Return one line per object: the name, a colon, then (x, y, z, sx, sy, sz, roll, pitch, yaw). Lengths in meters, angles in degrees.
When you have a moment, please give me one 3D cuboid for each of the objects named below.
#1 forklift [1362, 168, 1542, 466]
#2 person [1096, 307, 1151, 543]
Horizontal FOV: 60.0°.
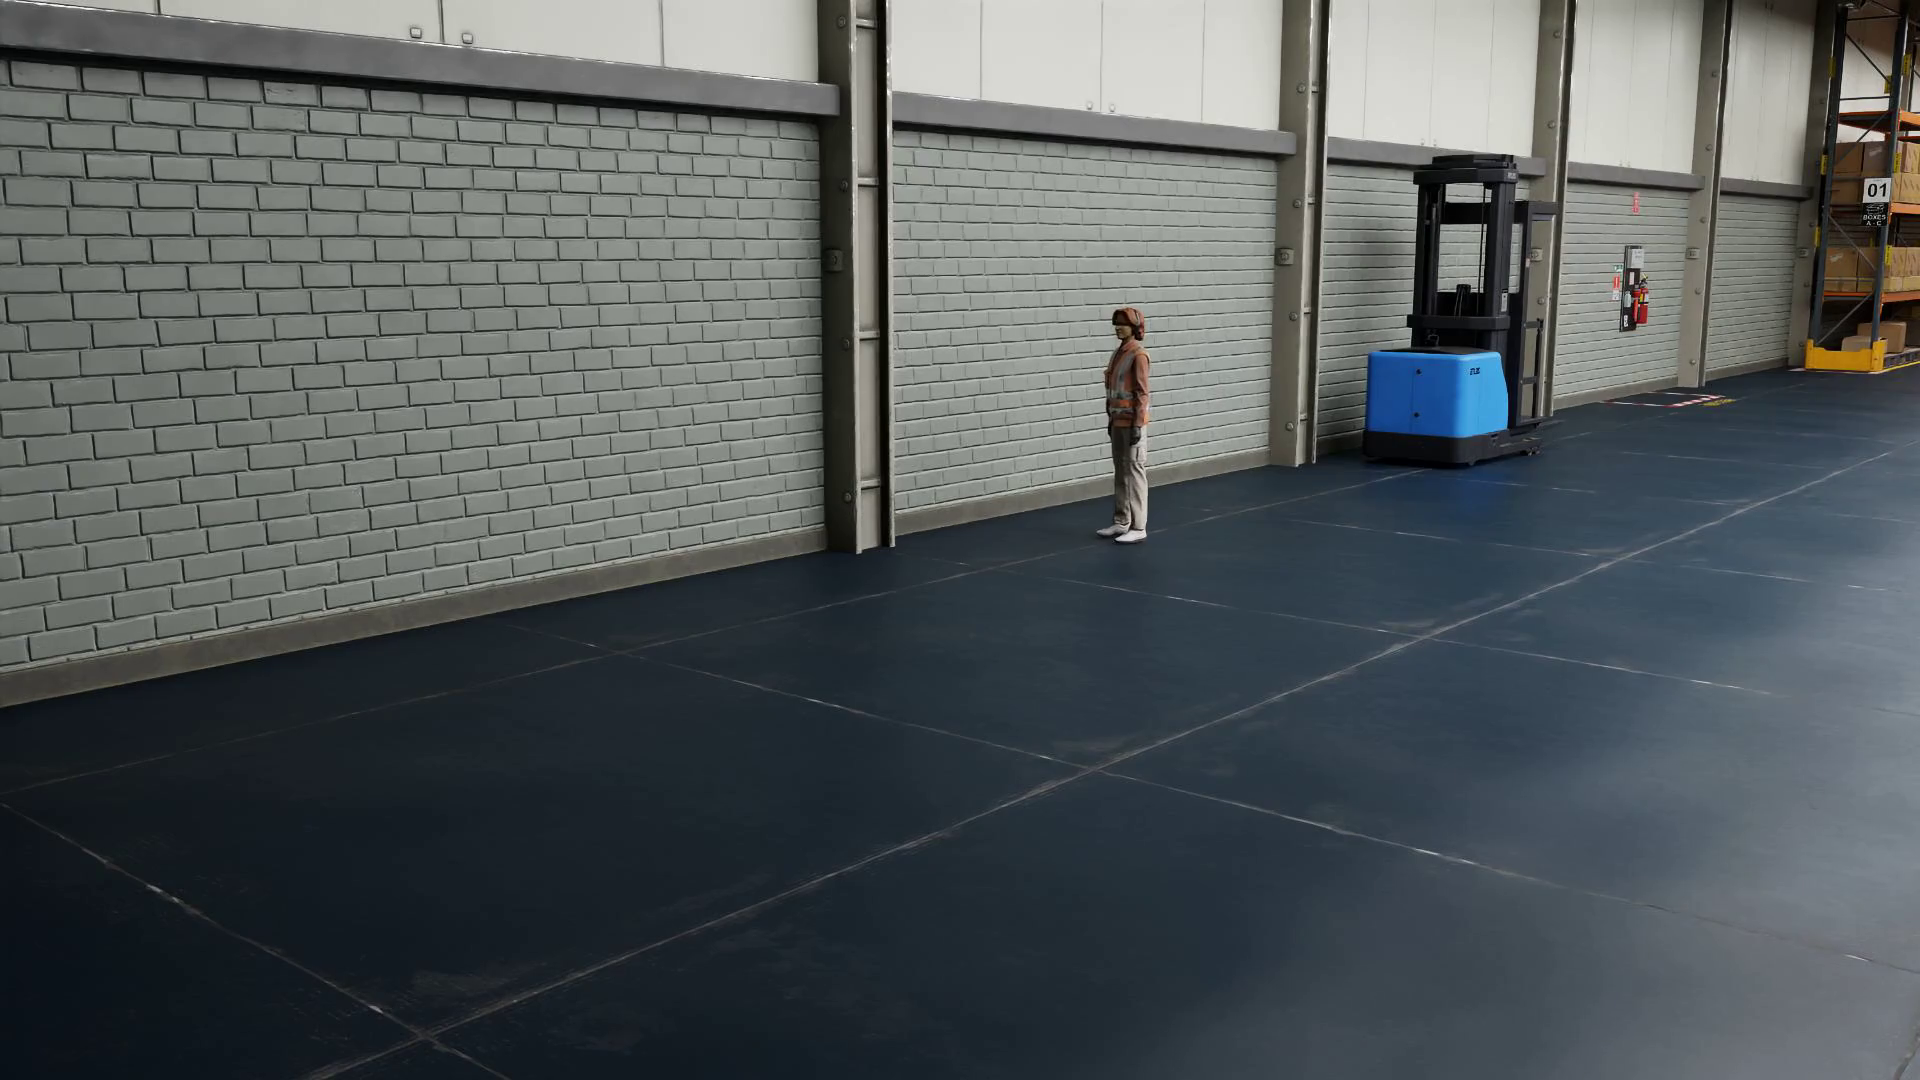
forklift: (4.875, -2.212, 16.287, 1.129, 2.768, 1.873, 8, 13, 40)
person: (1.176, -0.811, 11.705, 0.307, 1.645, 0.520, -3, 10, -17)
